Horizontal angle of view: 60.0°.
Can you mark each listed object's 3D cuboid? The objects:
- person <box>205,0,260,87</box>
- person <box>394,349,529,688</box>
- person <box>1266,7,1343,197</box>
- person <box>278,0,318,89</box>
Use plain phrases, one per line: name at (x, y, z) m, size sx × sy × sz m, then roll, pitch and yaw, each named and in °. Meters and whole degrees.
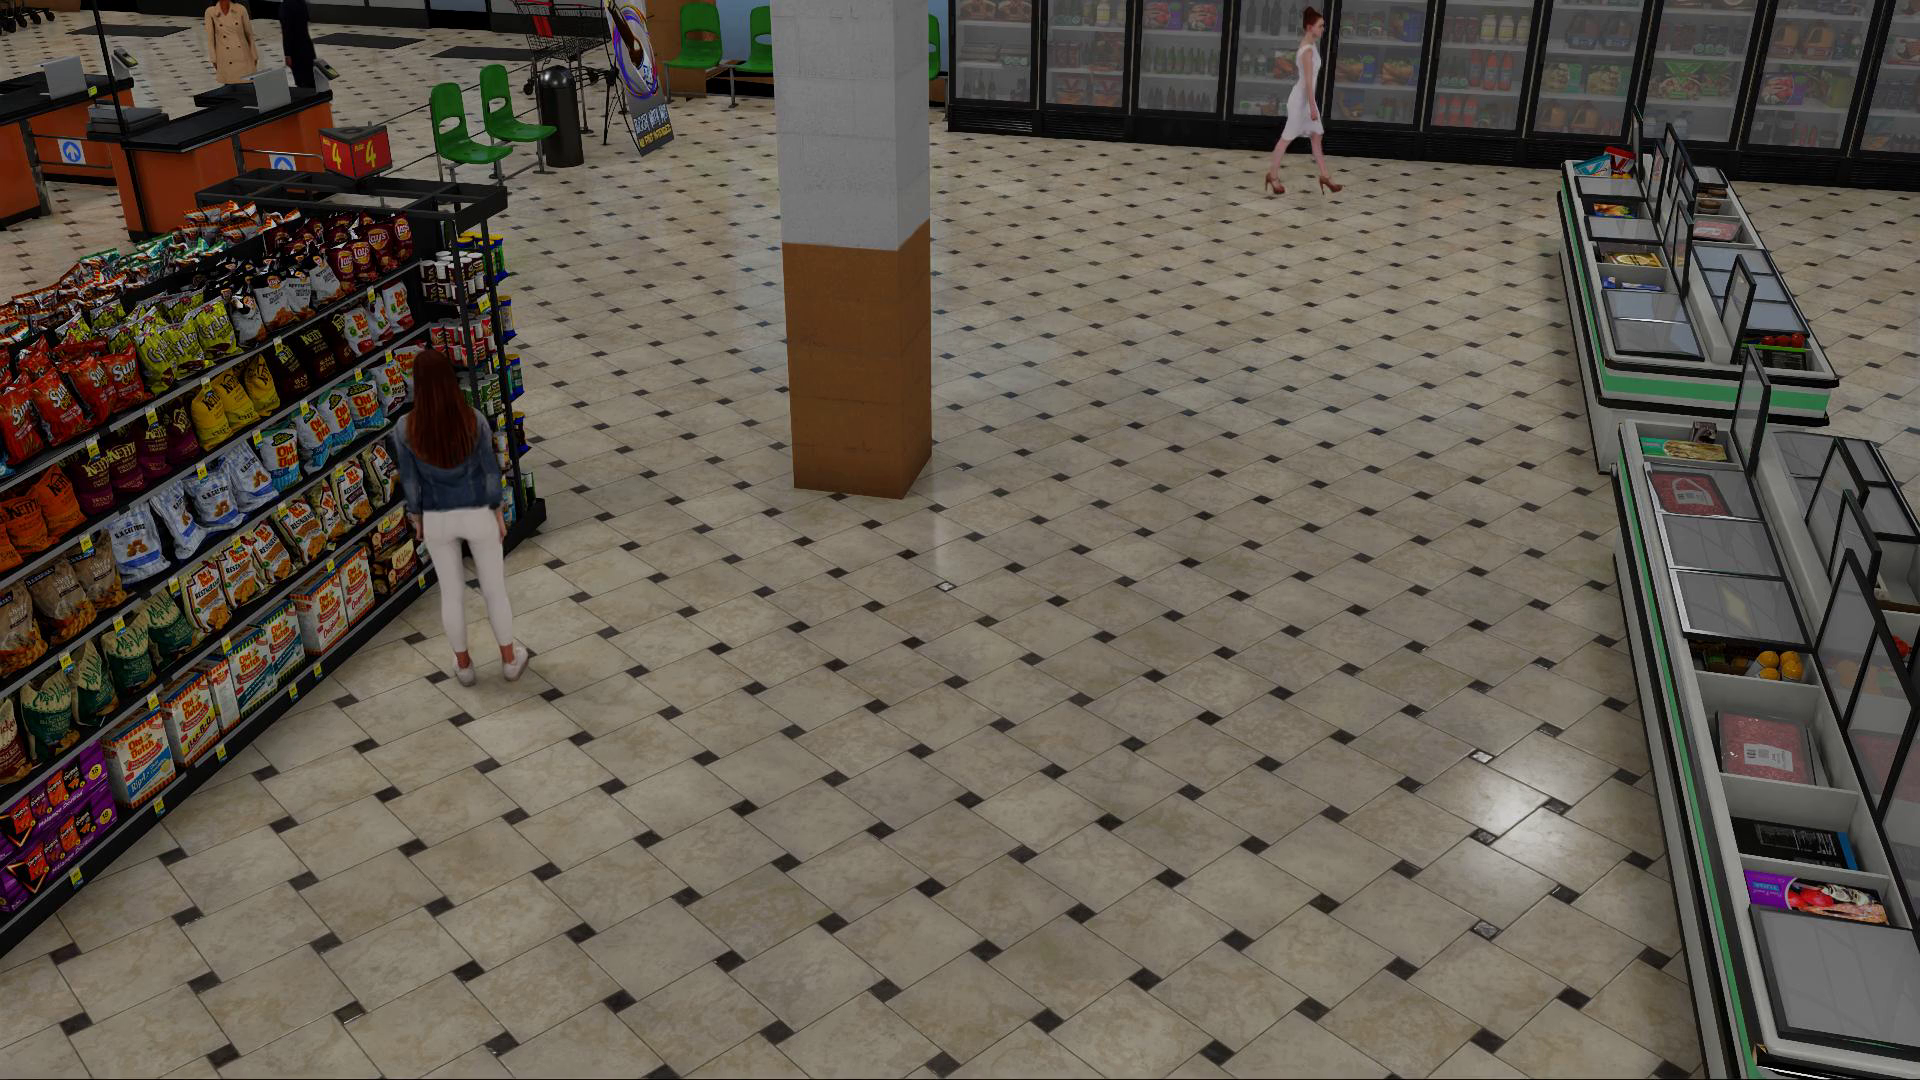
person at (-7.856, -5.216, 18.023) m, size 0.720 × 1.681 × 0.739 m, roll -10°, pitch 29°, yaw -19°
person at (-2.377, -0.079, 7.872) m, size 0.685 × 1.700 × 0.662 m, roll -3°, pitch 27°, yaw -7°
person at (3.136, -4.113, 15.755) m, size 0.702 × 1.765 × 0.912 m, roll 9°, pitch 28°, yaw 18°
person at (-7.180, -5.306, 18.147) m, size 0.737 × 1.730 × 0.552 m, roll 2°, pitch 27°, yaw 4°
